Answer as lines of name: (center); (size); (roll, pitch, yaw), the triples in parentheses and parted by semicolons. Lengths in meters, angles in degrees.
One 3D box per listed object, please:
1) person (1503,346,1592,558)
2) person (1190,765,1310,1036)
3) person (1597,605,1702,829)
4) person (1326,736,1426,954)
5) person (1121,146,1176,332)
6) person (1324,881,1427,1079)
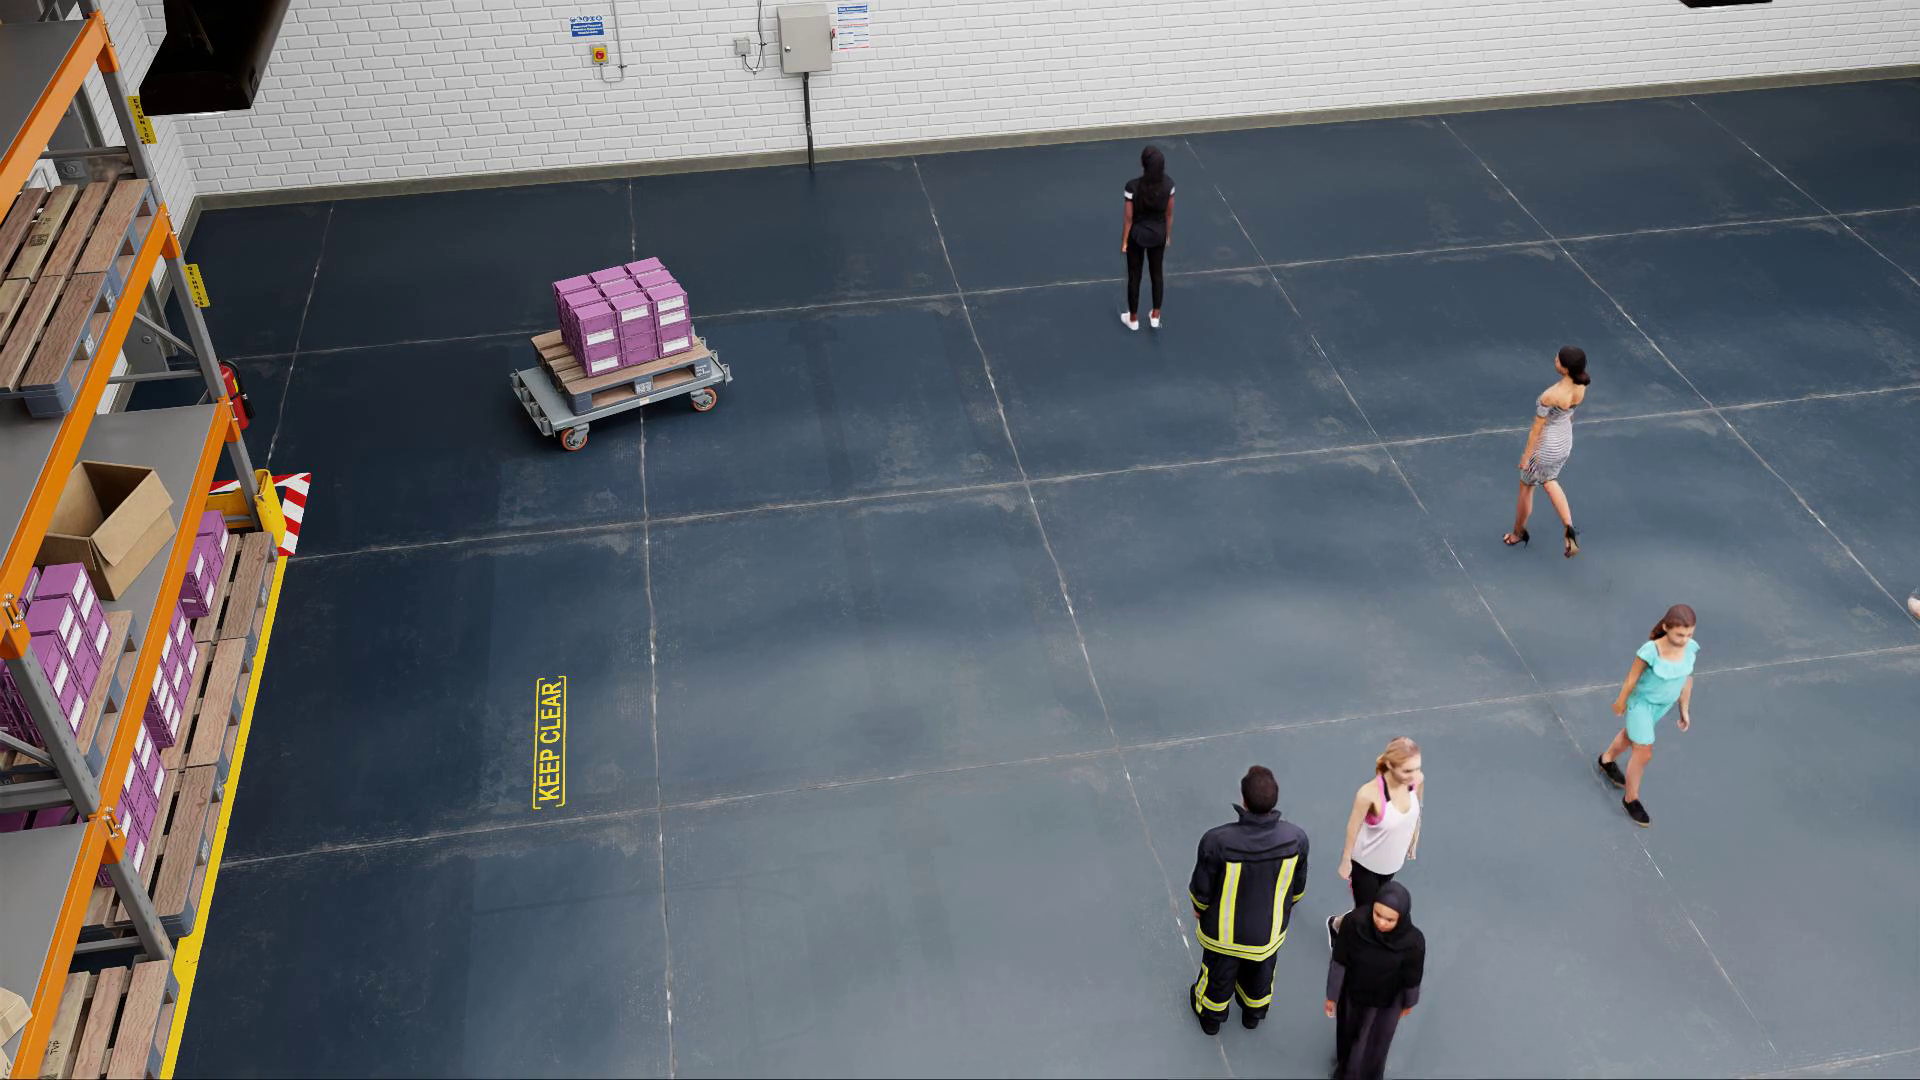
person: (4.305, -0.590, 11.978); (0.806, 1.808, 0.968); (-22, 43, -25)
person: (1.500, 1.920, 8.740); (0.788, 1.927, 0.671); (-3, 39, -4)
person: (4.219, 0.949, 10.271); (0.610, 1.535, 0.867); (-11, 40, -14)
person: (2.228, 1.684, 9.152); (0.713, 1.783, 0.729); (-18, 42, -21)
person: (1.641, -2.658, 14.631); (0.605, 1.730, 0.547); (-7, 39, -9)
person: (2.154, 2.255, 8.577); (0.892, 1.609, 0.946); (24, 45, 27)
